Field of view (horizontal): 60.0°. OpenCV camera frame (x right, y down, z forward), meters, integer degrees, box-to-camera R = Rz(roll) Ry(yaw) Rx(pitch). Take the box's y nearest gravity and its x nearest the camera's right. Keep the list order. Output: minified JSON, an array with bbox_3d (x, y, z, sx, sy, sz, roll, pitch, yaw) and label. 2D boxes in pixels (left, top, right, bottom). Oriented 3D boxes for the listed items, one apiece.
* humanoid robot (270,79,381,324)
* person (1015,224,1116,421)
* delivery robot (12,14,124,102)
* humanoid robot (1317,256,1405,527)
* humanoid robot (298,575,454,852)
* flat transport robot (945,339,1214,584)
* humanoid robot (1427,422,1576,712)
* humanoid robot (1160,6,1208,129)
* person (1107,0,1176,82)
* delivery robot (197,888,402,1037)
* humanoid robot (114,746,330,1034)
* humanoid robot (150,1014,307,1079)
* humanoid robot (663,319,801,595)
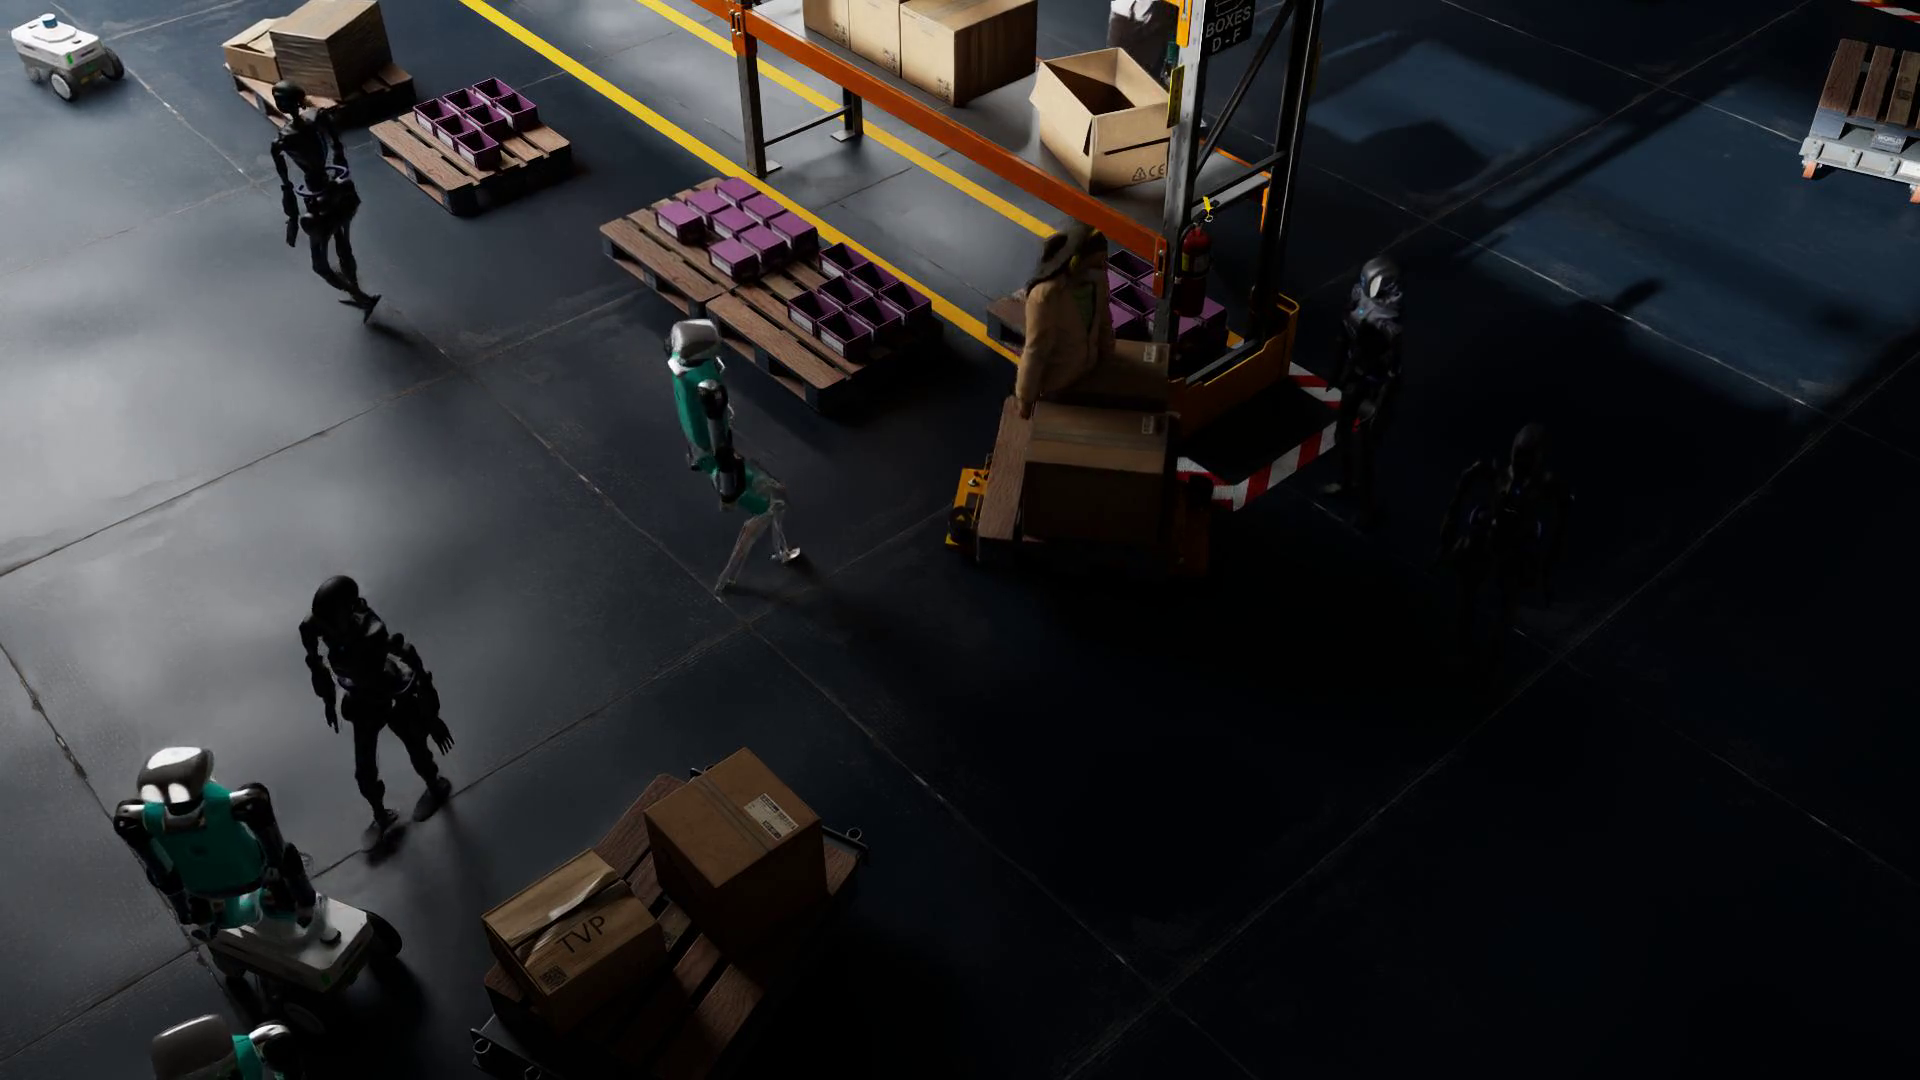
[{"bbox_3d":[-3.902,-2.105,10.347,0.493,1.636,0.587,17,45,17],"label":"humanoid robot"},{"bbox_3d":[0.580,-0.867,8.867,0.628,1.850,0.567,-33,52,-31],"label":"person"},{"bbox_3d":[-7.039,-3.826,13.027,0.750,0.570,0.499,22,47,22],"label":"delivery robot"},{"bbox_3d":[2.180,-0.822,8.952,0.333,1.647,0.589,-13,44,-14],"label":"humanoid robot"},{"bbox_3d":[-2.535,0.729,7.272,0.609,1.640,0.533,8,43,9],"label":"humanoid robot"},{"bbox_3d":[0.674,-0.139,9.246,1.431,0.231,0.659,6,43,6],"label":"flat transport robot"},{"bbox_3d":[2.568,0.093,7.961,0.612,1.635,0.514,16,45,16],"label":"humanoid robot"},{"bbox_3d":[1.657,-4.003,12.395,0.536,1.749,1.026,-15,45,-16],"label":"humanoid robot"},{"bbox_3d":[1.207,-3.390,11.585,0.666,1.887,0.461,-32,51,-30],"label":"person"},{"bbox_3d":[-2.808,1.703,7.046,0.791,0.614,0.499,16,45,17],"label":"delivery robot"},{"bbox_3d":[-2.799,1.325,6.586,0.531,1.813,0.648,-7,43,-7],"label":"humanoid robot"},{"bbox_3d":[-2.211,2.343,5.543,0.543,1.907,0.744,-27,49,-26],"label":"humanoid robot"},{"bbox_3d":[-1.037,-0.434,8.533,0.809,1.821,0.567,-23,47,-23],"label":"humanoid robot"}]
